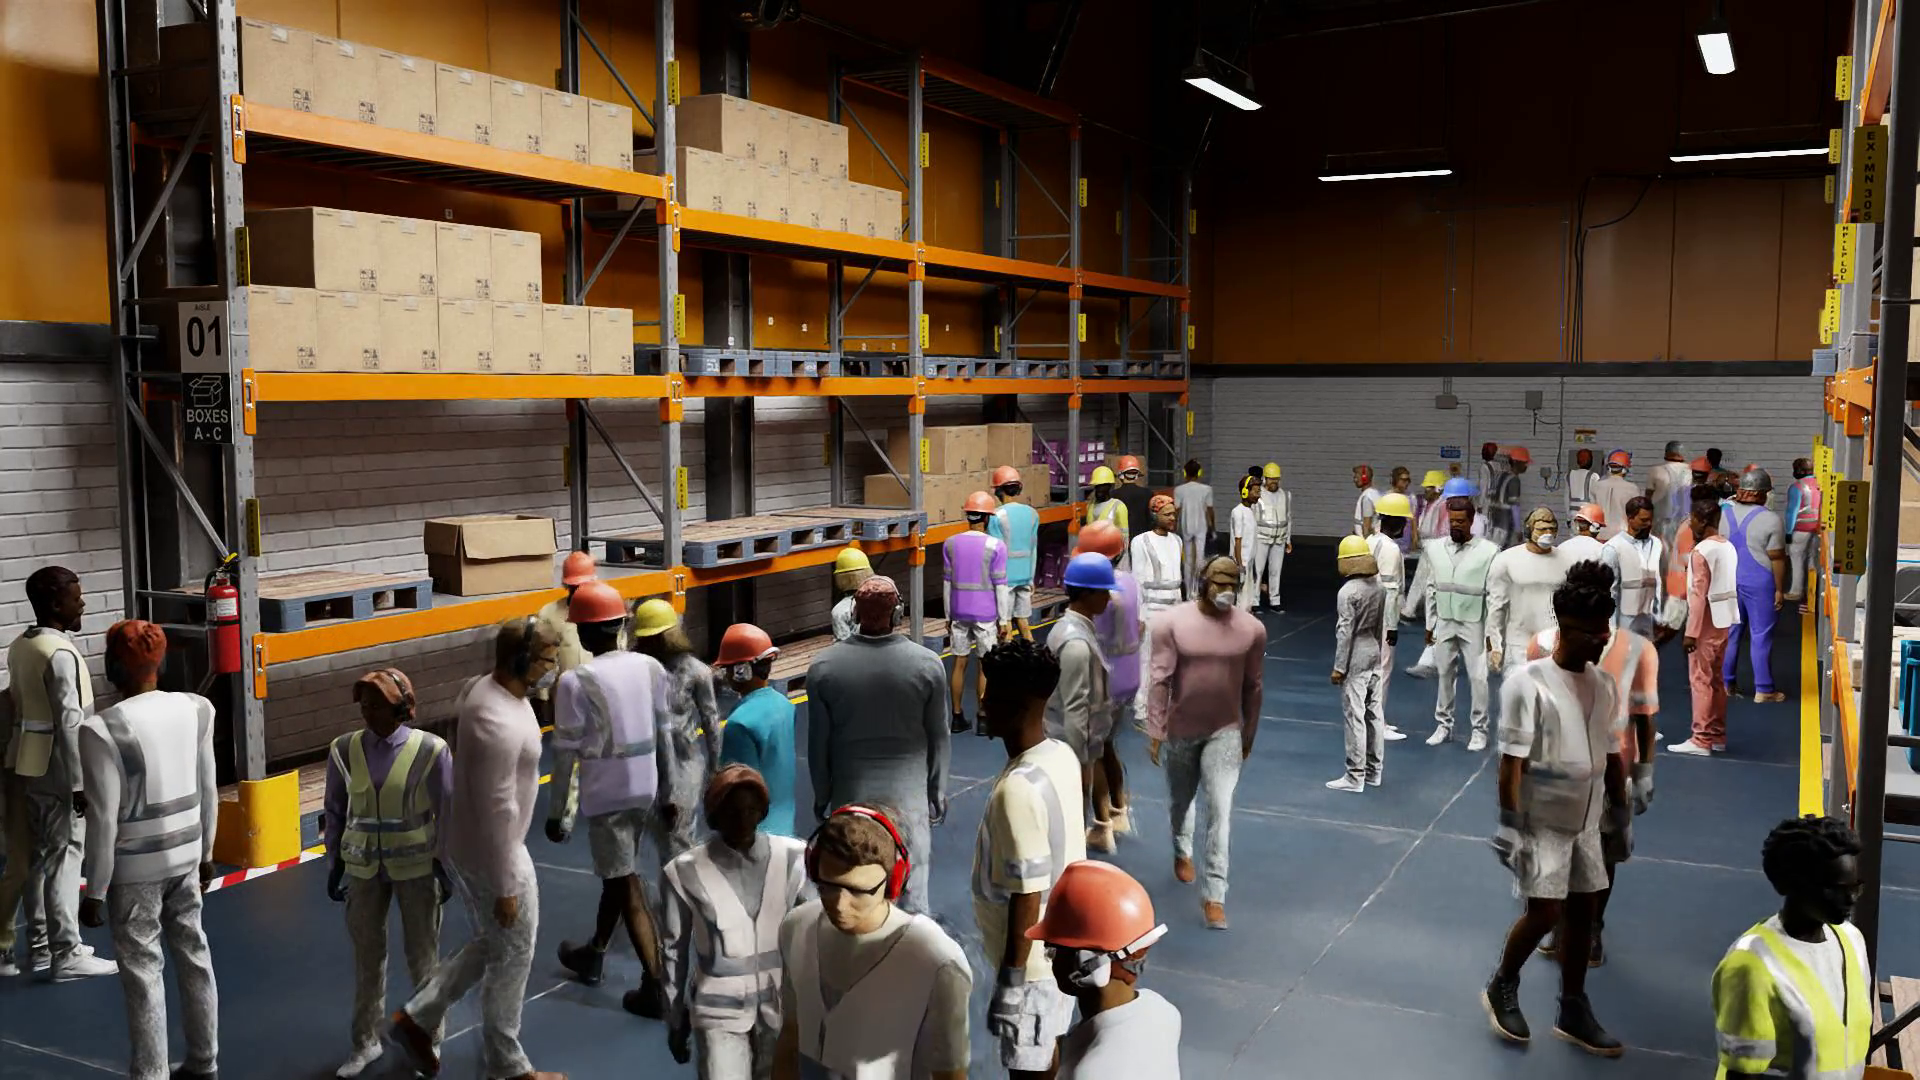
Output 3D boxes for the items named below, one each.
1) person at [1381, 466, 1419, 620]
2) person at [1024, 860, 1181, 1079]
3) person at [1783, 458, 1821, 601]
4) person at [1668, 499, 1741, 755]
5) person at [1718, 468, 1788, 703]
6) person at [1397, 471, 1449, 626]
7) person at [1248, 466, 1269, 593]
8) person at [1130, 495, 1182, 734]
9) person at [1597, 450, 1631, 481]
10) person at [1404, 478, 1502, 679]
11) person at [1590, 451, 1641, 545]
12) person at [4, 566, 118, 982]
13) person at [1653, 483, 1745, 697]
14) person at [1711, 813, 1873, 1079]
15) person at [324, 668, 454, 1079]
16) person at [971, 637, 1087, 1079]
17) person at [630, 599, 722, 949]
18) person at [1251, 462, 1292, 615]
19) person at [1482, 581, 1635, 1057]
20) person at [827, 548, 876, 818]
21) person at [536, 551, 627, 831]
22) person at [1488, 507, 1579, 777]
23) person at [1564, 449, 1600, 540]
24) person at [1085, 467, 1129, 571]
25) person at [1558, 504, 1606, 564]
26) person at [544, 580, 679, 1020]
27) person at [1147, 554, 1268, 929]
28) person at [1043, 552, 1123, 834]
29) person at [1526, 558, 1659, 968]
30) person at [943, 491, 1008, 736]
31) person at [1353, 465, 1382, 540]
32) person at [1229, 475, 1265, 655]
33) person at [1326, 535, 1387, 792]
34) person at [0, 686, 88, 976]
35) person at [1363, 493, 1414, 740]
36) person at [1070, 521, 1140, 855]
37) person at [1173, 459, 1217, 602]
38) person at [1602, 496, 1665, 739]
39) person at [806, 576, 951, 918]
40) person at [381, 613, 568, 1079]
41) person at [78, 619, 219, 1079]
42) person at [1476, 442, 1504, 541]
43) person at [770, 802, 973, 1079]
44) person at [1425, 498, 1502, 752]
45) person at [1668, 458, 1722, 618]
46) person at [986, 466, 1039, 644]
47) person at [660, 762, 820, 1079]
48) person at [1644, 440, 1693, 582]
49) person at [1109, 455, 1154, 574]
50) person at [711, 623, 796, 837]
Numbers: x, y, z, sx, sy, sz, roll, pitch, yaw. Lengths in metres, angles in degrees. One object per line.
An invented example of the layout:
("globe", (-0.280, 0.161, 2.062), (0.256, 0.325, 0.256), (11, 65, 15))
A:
("person", (5.160, 0.018, 19.774), (0.510, 1.811, 0.943), (-2, 6, -23))
("person", (0.293, 1.547, 3.551), (0.329, 1.751, 0.569), (2, 6, 19))
("person", (10.776, -0.130, 21.241), (0.658, 1.836, 0.429), (-3, 6, -26))
("person", (5.591, 0.649, 12.412), (0.401, 1.909, 0.599), (5, 7, 44))
("person", (6.930, 0.385, 14.530), (0.537, 2.000, 0.678), (-3, 6, -32))
("person", (5.372, 0.109, 18.888), (0.926, 1.788, 0.594), (-1, 5, -10))
("person", (3.884, -0.127, 21.870), (0.542, 1.695, 0.316), (-5, 7, -41))
("person", (1.581, 0.585, 13.225), (0.573, 1.883, 0.353), (-5, 7, -44))
("person", (8.315, -0.179, 21.169), (0.416, 1.939, 0.605), (-1, 5, -9))
("person", (4.664, 0.369, 15.502), (0.996, 1.901, 0.610), (-2, 6, -22))
("person", (7.681, -0.048, 19.504), (0.616, 1.986, 0.407), (5, 7, 43))
("person", (-4.206, 1.078, 7.725), (0.587, 1.920, 0.391), (5, 7, 42))
("person", (6.392, 0.449, 14.753), (1.030, 1.922, 0.620), (3, 6, 32))
("person", (2.102, 1.517, 4.236), (0.536, 1.688, 0.323), (-3, 6, -31))
("person", (-2.261, 1.321, 6.613), (0.524, 1.636, 0.308), (0, 5, 2))
("person", (0.217, 1.284, 5.255), (0.373, 1.966, 0.607), (2, 6, 16))
("person", (-1.443, 1.116, 8.398), (0.487, 1.704, 0.758), (1, 5, 12))
("person", (3.722, -0.016, 19.955), (0.591, 1.833, 0.404), (-1, 5, -15))
("person", (2.495, 1.139, 6.852), (0.671, 1.953, 0.444), (-3, 6, -26))
("person", (-0.652, 0.915, 10.450), (0.305, 1.738, 0.484), (4, 7, 37))
("person", (-2.332, 0.931, 10.275), (0.575, 1.739, 0.355), (-1, 5, -13))
("person", (3.956, 0.730, 11.448), (0.635, 1.932, 0.363), (0, 5, 2))
("person", (8.554, -0.307, 22.812), (0.356, 1.885, 0.573), (-3, 6, -30))
("person", (1.458, 0.212, 17.002), (0.374, 1.924, 0.595), (-4, 7, -37))
("person", (5.335, 0.566, 14.147), (0.333, 1.745, 0.559), (-3, 6, -29))
("person", (-1.583, 1.123, 7.376), (0.918, 1.891, 0.554), (4, 7, 37))
("person", (1.297, 0.996, 8.810), (0.637, 1.892, 1.041), (0, 5, 3))
("person", (0.588, 1.024, 8.214), (0.419, 1.939, 0.612), (0, 5, 4))
("person", (2.965, 1.054, 7.854), (0.607, 1.949, 0.440), (2, 6, 22))
("person", (0.134, 0.580, 13.078), (0.548, 1.925, 0.392), (3, 6, 25))
("person", (4.752, 0.047, 19.310), (0.408, 1.833, 0.584), (2, 6, 21))
("person", (2.877, 0.277, 16.708), (0.336, 1.856, 0.529), (2, 6, 23))
("person", (2.690, 0.835, 11.320), (0.485, 1.736, 0.308), (-5, 7, -43))
("person", (-4.361, 1.214, 7.877), (0.349, 1.626, 0.520), (2, 6, 16))
("person", (3.321, 0.593, 12.966), (0.399, 1.918, 0.589), (0, 5, 0))
("person", (0.847, 0.865, 9.731), (0.408, 1.981, 0.685), (2, 6, 22))
("person", (2.941, -0.103, 20.909), (0.525, 1.832, 0.881), (2, 6, 18))
("person", (5.197, 0.607, 12.877), (0.602, 1.906, 0.411), (-3, 6, -30))
("person", (-0.360, 1.111, 7.439), (0.641, 1.909, 0.409), (0, 5, -2))
("person", (-1.819, 1.218, 6.288), (0.630, 1.904, 0.678), (-1, 5, -15))
("person", (-3.046, 1.231, 6.267), (0.337, 1.882, 0.584), (2, 6, 22))
("person", (8.094, -0.555, 25.483), (0.355, 1.885, 0.575), (5, 7, 43))
("person", (-0.279, 1.491, 3.826), (0.722, 1.807, 0.583), (-5, 7, -42))
("person", (3.808, 0.633, 12.602), (0.586, 1.910, 0.395), (5, 7, 42))
("person", (8.814, -0.035, 19.872), (0.542, 1.876, 1.017), (5, 7, 41))
("person", (0.428, 0.357, 14.836), (0.611, 2.040, 0.393), (-5, 7, -43))
("person", (-0.671, 1.472, 5.192), (0.521, 1.599, 0.848), (-3, 6, -25))
("person", (9.819, -0.397, 22.952), (0.684, 2.000, 0.796), (0, 5, 1))
("person", (1.832, 0.076, 18.106), (0.612, 1.995, 0.382), (-2, 6, -23))
("person", (-0.894, 1.224, 7.119), (0.352, 1.738, 0.573), (1, 5, 14))
